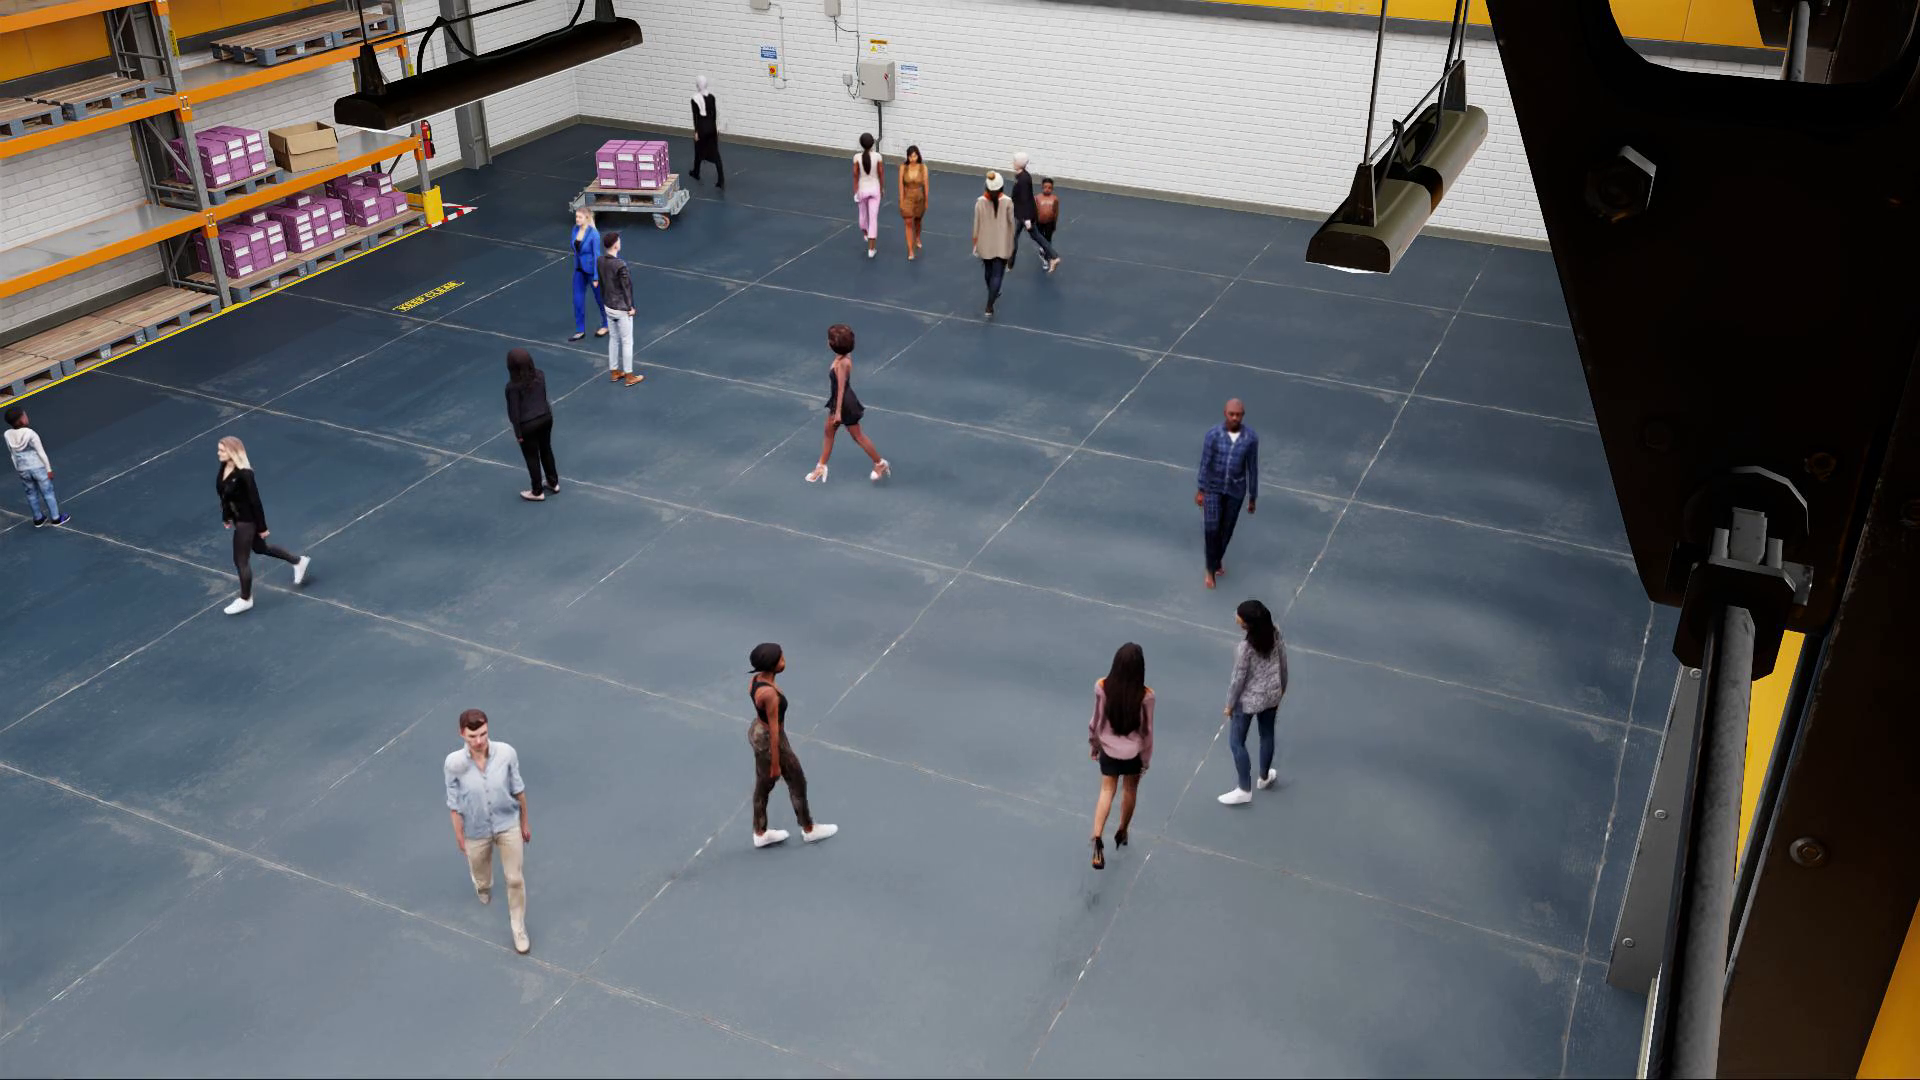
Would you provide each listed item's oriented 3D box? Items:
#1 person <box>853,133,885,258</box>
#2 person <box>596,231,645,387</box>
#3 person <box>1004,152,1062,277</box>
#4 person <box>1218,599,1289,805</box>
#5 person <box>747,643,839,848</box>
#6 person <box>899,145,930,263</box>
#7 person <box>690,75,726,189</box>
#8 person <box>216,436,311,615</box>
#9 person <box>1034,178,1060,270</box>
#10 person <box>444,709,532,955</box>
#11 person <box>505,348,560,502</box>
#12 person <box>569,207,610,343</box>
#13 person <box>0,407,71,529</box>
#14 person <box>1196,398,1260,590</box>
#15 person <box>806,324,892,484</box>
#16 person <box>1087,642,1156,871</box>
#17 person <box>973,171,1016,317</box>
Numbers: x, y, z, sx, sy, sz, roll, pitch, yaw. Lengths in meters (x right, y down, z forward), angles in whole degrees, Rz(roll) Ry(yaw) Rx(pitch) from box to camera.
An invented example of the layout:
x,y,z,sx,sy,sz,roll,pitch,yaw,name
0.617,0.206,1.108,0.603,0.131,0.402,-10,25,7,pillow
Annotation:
x,y,z,sx,sy,sz,roll,pitch,yaw,name
-1.276,-4.823,23.405,0.910,1.690,1.229,0,29,1,person
-3.981,-2.689,19.346,0.693,1.831,0.634,21,35,33,person
1.008,-4.367,22.409,0.891,1.754,1.229,5,29,9,person
2.266,1.159,12.420,0.737,1.708,0.898,-10,30,-17,person
-1.419,1.492,11.837,0.949,1.682,0.882,-10,30,-18,person
-0.660,-4.741,23.348,0.989,1.601,1.233,-4,29,-8,person
-3.946,-6.373,26.212,1.210,1.723,1.067,-20,34,-32,person
-6.332,-0.192,14.946,0.835,1.660,1.181,24,37,37,person
1.188,-4.447,23.185,0.687,1.241,0.919,3,29,5,person
-3.113,1.853,11.017,0.991,1.832,1.031,-12,31,-22,person
-4.320,-1.182,16.812,0.761,1.611,0.577,16,33,27,person
-4.536,-3.334,20.684,0.700,1.682,0.871,16,32,27,person
-9.113,-0.714,16.320,0.553,1.260,0.588,0,29,1,person
2.433,-0.507,15.378,0.897,1.800,0.980,-1,29,-3,person
-1.084,-1.336,16.955,1.015,1.745,1.112,-3,29,-5,person
1.111,1.548,11.611,0.670,1.799,0.956,10,30,18,person
0.414,-3.767,21.310,0.722,1.842,1.189,9,30,16,person
